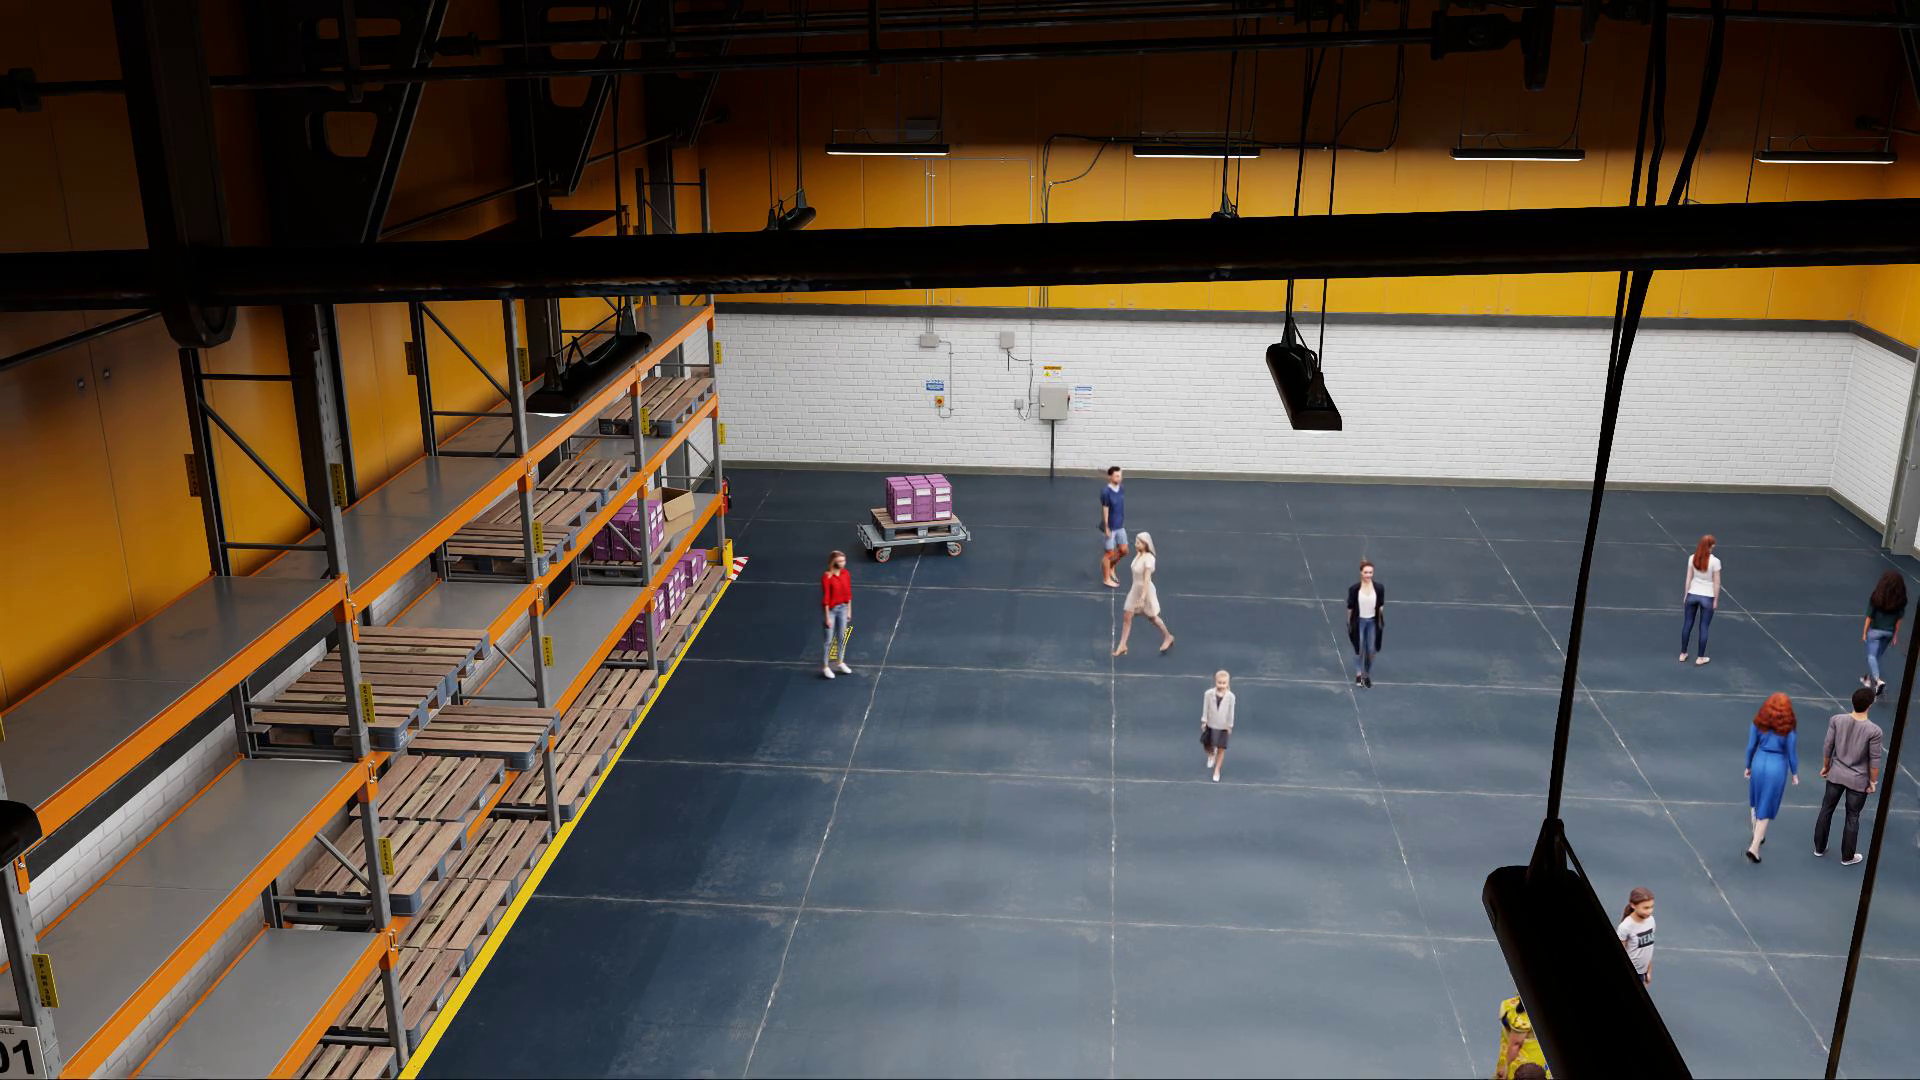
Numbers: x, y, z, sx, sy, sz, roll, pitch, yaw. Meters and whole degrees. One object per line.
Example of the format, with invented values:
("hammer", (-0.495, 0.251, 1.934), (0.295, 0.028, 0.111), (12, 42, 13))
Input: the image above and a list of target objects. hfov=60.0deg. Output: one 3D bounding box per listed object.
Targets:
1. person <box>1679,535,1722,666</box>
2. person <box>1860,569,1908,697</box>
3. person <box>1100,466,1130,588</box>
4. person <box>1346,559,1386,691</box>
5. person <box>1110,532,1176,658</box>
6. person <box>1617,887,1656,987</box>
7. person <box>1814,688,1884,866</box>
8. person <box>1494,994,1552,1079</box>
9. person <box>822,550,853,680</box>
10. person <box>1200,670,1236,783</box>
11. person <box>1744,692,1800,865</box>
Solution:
("person", (9.615, 0.764, 21.607), (0.654, 1.739, 0.688), (15, 24, 38))
("person", (11.447, 1.168, 20.631), (0.627, 1.597, 0.985), (3, 19, 9))
("person", (2.171, -0.215, 24.362), (0.767, 1.836, 0.826), (-15, 24, -38))
("person", (5.081, 1.030, 20.926), (0.661, 1.671, 0.675), (3, 19, 9))
("person", (2.489, 0.743, 21.743), (0.984, 1.692, 1.172), (-6, 20, -17))
("person", (5.496, 3.533, 13.665), (0.613, 1.562, 0.646), (-8, 20, -23))
("person", (8.929, 2.353, 16.713), (0.780, 1.851, 0.727), (-16, 24, -39))
("person", (4.221, 3.886, 12.462), (1.062, 1.660, 0.979), (17, 25, 41))
("person", (-1.591, 0.927, 21.185), (0.687, 1.701, 0.748), (-15, 24, -37))
("person", (2.883, 2.035, 18.572), (0.602, 1.269, 0.715), (7, 20, 19))
("person", (8.051, 2.402, 16.625), (0.941, 1.814, 0.888), (-14, 23, -36))
